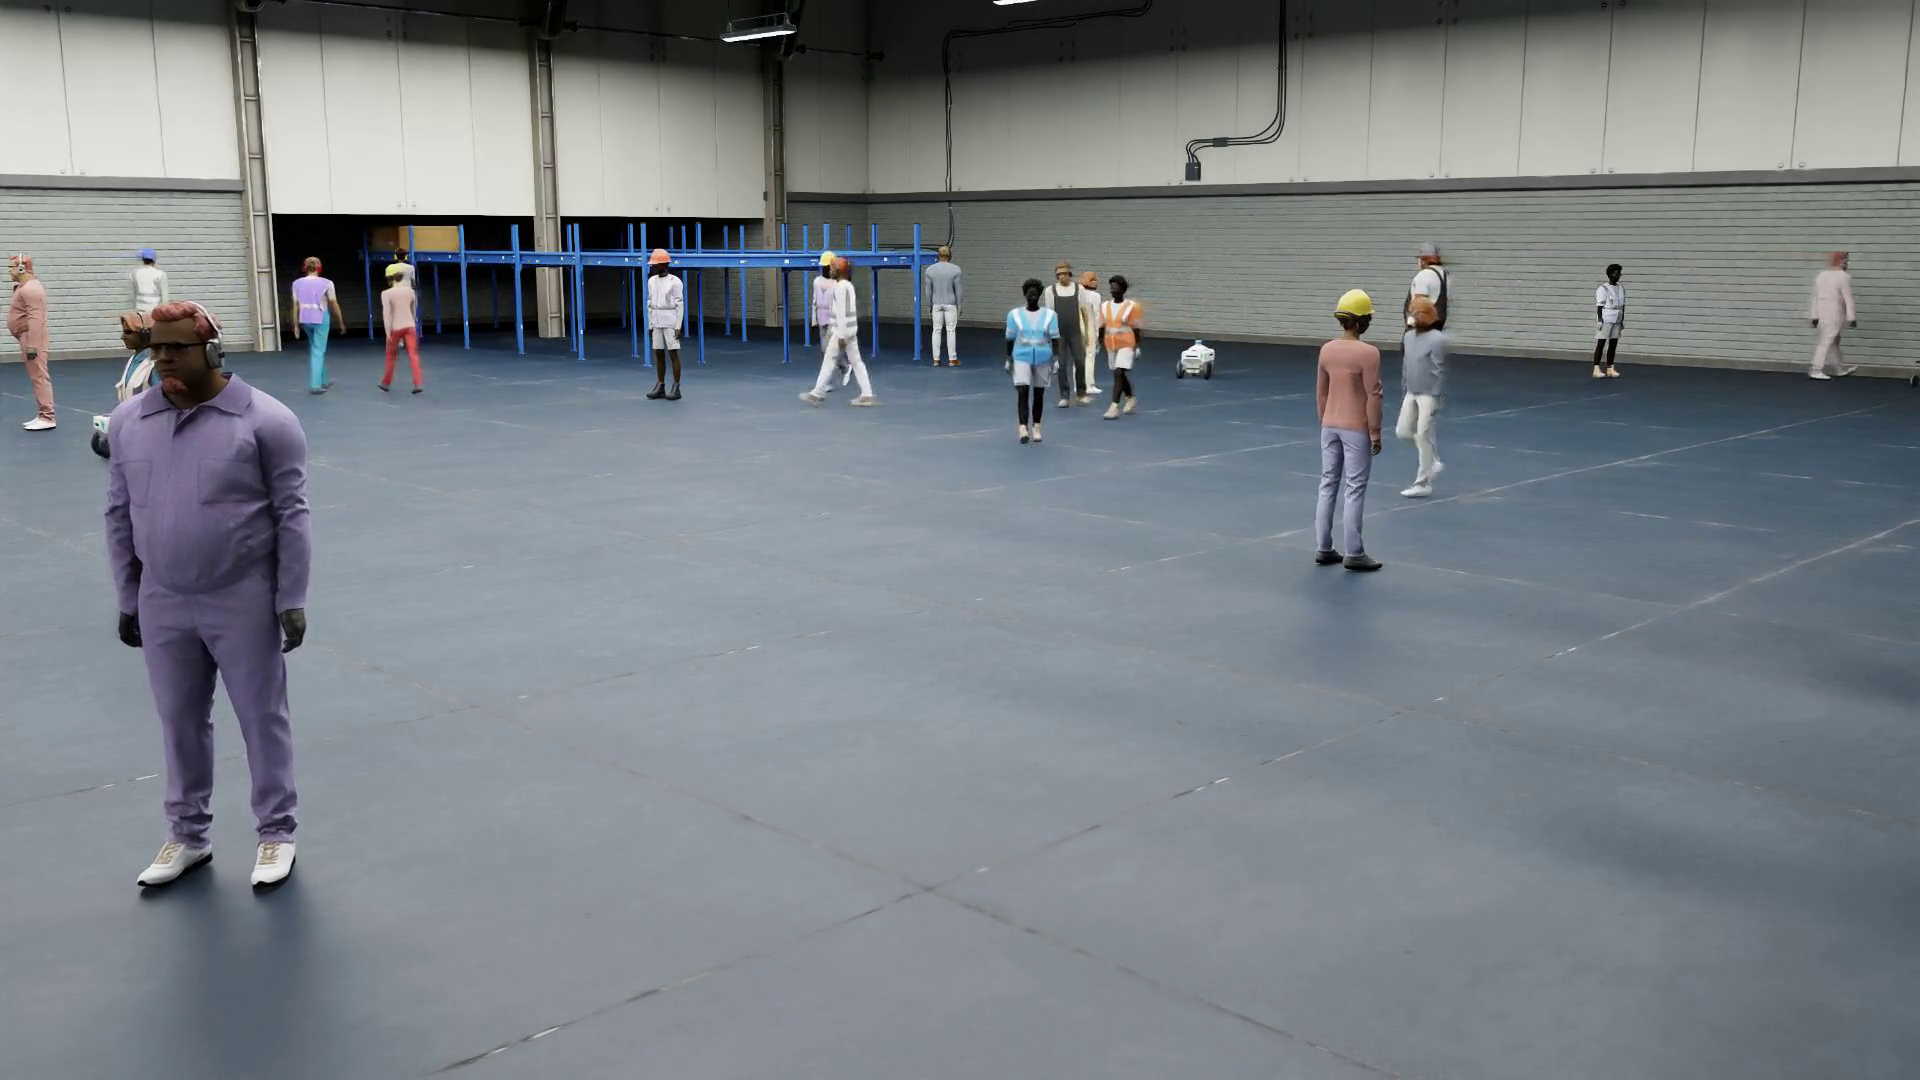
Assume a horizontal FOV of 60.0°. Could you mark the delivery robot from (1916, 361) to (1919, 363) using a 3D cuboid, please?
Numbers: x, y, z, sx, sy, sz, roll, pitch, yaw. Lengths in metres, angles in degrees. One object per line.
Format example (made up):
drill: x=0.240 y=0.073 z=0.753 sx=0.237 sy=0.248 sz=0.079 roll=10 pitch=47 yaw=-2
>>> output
delivery robot: x=13.855 y=-2.619 z=23.514 sx=0.698 sy=0.223 sz=0.335 roll=-4 pitch=11 yaw=-22

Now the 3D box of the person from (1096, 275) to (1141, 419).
person: x=1.895 y=-2.275 z=19.491 sx=0.541 sy=1.660 sz=0.855 roll=8 pitch=13 yaw=37

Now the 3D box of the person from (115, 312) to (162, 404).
person: x=-5.042 y=-0.596 z=10.374 sx=0.511 sy=1.641 sz=0.307 roll=10 pitch=14 yaw=42

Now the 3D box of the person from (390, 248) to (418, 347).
person: x=-10.604 y=-4.616 z=31.664 sx=0.515 sy=1.872 sz=0.328 roll=-6 pitch=12 yaw=-29

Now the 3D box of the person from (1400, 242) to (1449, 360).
person: x=6.038 y=-2.838 z=21.619 sx=0.536 sy=2.000 sz=0.712 roll=10 pitch=14 yaw=43

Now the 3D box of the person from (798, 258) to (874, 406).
person: x=-1.514 y=-2.581 z=20.681 sx=0.972 sy=1.827 sz=0.597 roll=2 pitch=11 yaw=13

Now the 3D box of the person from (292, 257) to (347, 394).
person: x=-8.638 y=-2.906 z=22.497 sx=0.576 sy=1.804 sz=0.884 roll=2 pitch=11 yaw=11

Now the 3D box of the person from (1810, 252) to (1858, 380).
person: x=12.963 y=-3.293 z=24.481 sx=0.942 sy=1.859 sz=0.660 roll=-1 pitch=10 yaw=-7

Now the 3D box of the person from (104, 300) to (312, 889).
person: x=-2.431 y=0.187 z=5.373 sx=0.644 sy=1.907 sz=0.399 roll=0 pitch=10 yaw=2

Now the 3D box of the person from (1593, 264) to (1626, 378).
person: x=9.699 y=-3.269 z=24.818 sx=0.529 sy=1.689 sz=0.321 roll=-5 pitch=11 yaw=-25

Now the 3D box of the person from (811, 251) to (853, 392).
person: x=-1.726 y=-2.999 z=22.764 sx=0.595 sy=1.904 sz=0.766 roll=9 pitch=14 yaw=40

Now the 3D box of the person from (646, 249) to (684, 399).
person: x=-3.834 y=-2.794 z=21.553 sx=0.546 sy=1.934 sz=0.376 roll=6 pitch=12 yaw=31

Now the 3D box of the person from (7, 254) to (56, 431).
person: x=-10.157 y=-2.158 z=18.160 sx=0.400 sy=1.907 sz=0.644 roll=-5 pitch=12 yaw=-27

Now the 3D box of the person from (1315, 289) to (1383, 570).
person: x=2.486 y=-0.702 z=10.598 sx=0.305 sy=1.772 sz=0.527 roll=-7 pitch=12 yaw=-32

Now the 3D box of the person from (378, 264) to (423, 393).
person: x=-7.560 y=-2.847 z=22.437 sx=0.883 sy=1.724 sz=0.530 roll=10 pitch=14 yaw=43

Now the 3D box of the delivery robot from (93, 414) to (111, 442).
delivery robot: x=-7.894 y=-1.102 z=15.953 sx=0.707 sy=0.478 sz=0.477 roll=-8 pitch=13 yaw=-38

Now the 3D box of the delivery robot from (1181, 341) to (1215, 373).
delivery robot: x=3.567 y=-2.740 z=24.885 sx=0.477 sy=0.478 sz=0.707 roll=5 pitch=11 yaw=24

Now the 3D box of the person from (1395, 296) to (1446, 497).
person: x=3.779 y=-1.165 z=13.516 sx=0.397 sy=1.618 sz=0.510 roll=-4 pitch=11 yaw=-22

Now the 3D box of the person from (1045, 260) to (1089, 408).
person: x=1.311 y=-2.536 z=20.494 sx=0.544 sy=1.811 sz=0.457 roll=0 pitch=10 yaw=1

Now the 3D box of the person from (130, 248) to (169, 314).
person: x=-13.059 y=-3.749 z=26.873 sx=0.633 sy=1.893 sz=0.991 roll=0 pitch=10 yaw=-1

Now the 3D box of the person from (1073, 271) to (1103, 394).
person: x=1.709 y=-2.796 z=22.384 sx=0.274 sy=1.632 sz=0.503 roll=-9 pitch=14 yaw=-41

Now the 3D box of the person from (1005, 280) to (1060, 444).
person: x=0.744 y=-1.803 z=16.892 sx=0.554 sy=1.654 sz=0.838 roll=-1 pitch=10 yaw=-4

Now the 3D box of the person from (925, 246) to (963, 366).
person: x=-0.250 y=-3.798 z=27.021 sx=0.630 sy=1.940 sz=0.372 roll=3 pitch=11 yaw=16
